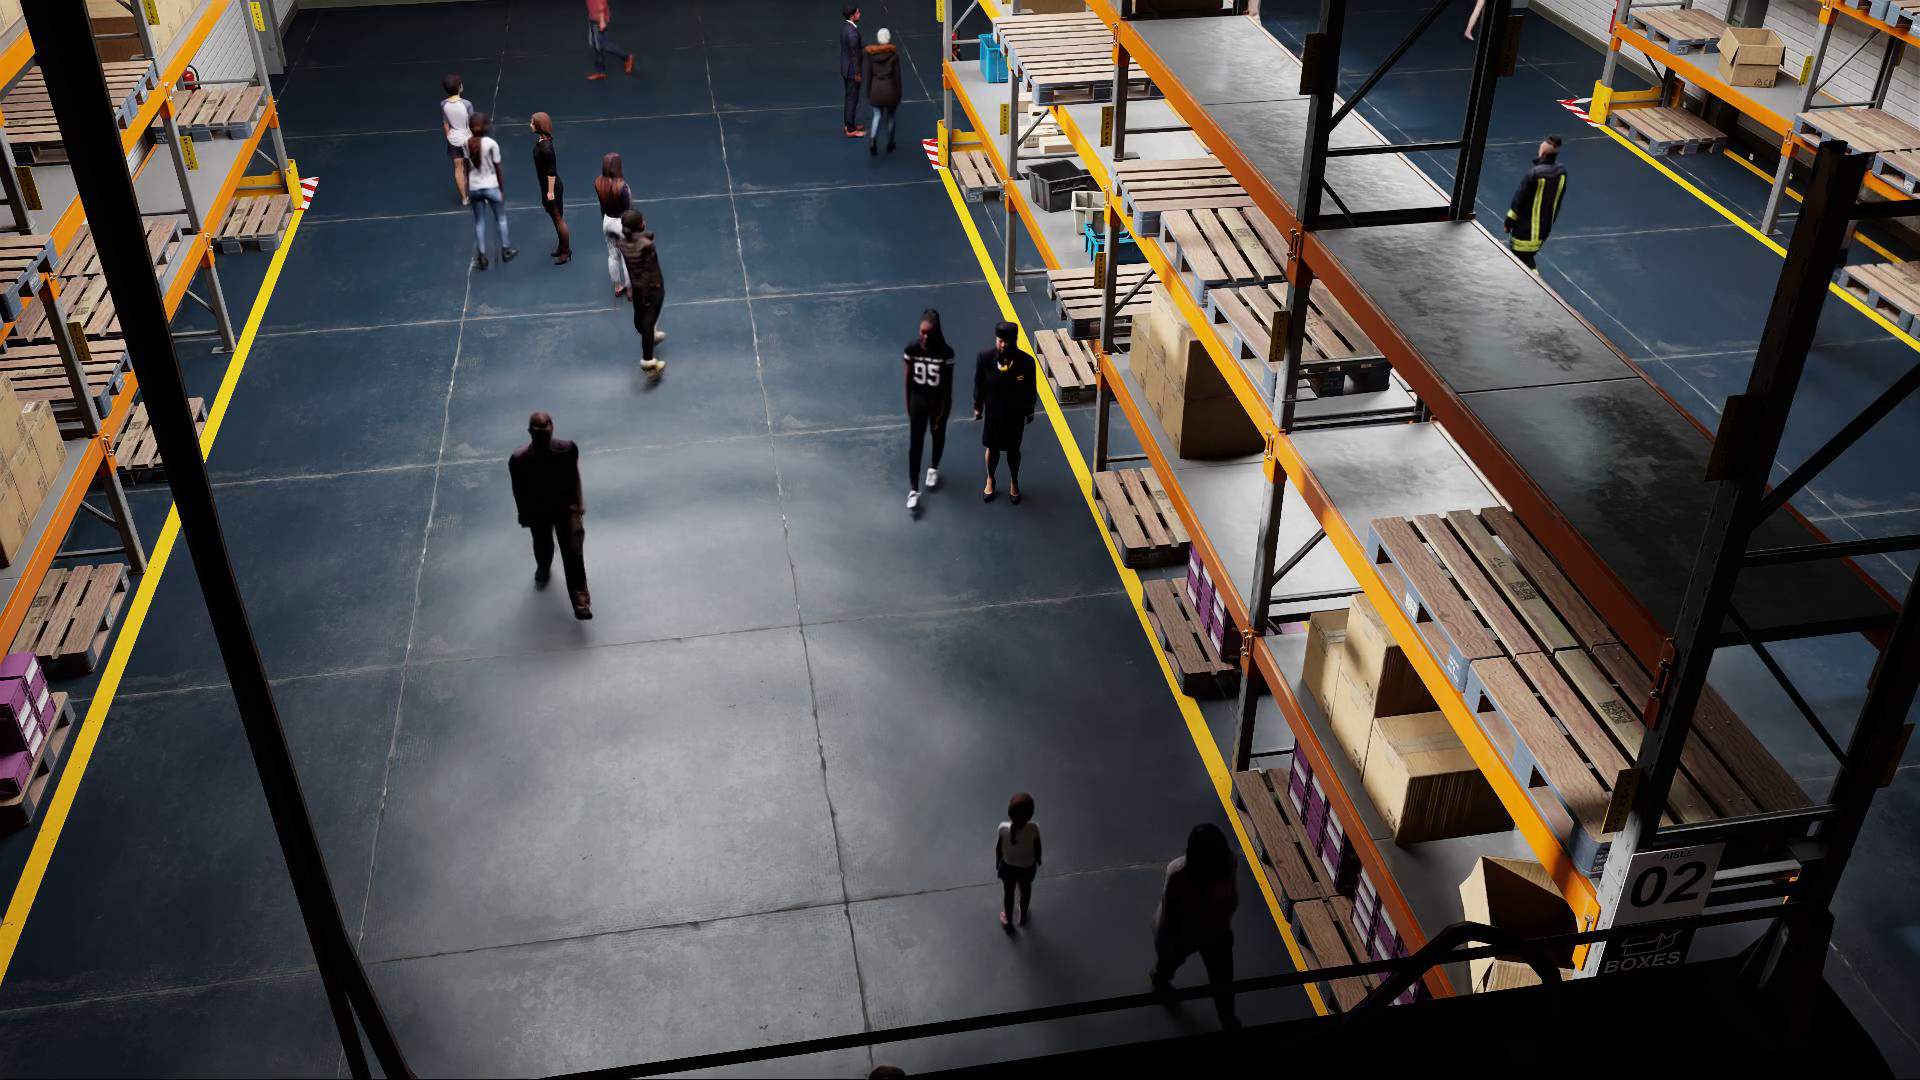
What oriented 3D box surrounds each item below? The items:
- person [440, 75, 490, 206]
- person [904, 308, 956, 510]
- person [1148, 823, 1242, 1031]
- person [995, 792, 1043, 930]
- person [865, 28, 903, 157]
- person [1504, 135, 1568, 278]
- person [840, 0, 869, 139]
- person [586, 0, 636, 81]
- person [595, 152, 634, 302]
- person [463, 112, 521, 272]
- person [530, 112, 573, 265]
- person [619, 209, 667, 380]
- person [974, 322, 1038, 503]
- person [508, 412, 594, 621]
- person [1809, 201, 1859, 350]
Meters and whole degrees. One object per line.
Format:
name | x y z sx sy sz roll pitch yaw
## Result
person | -5.905 -4.750 19.747 0.609 1.566 0.592 2 34 3
person | -0.231 -1.204 14.285 0.793 1.705 1.054 4 34 7
person | 1.288 2.112 9.423 0.802 1.566 1.068 -15 36 -21
person | 0.354 1.964 10.141 0.469 1.018 0.490 1 34 2
person | -0.977 -5.633 21.025 0.835 1.621 1.004 8 34 12
person | 5.999 -3.295 17.313 0.985 1.837 1.178 -19 38 -26
person | -1.423 -6.129 21.679 0.720 1.723 0.510 -10 35 -15
person | -5.021 -7.399 23.510 0.909 1.812 0.972 -14 36 -20
person | -3.592 -3.311 17.543 0.673 1.608 0.708 15 37 22
person | -5.201 -3.798 18.183 0.684 1.712 0.803 1 34 1
person | -4.498 -3.879 18.310 0.677 1.705 0.480 -11 35 -16
person | -3.078 -2.343 16.088 1.149 1.607 1.000 -3 34 -4
person | 0.387 -1.094 14.151 0.778 1.671 0.755 6 34 9
person | -3.162 -0.283 12.872 0.775 1.736 1.339 -7 34 -11
person | 8.620 -2.736 16.466 0.721 1.844 0.683 -9 35 -14
